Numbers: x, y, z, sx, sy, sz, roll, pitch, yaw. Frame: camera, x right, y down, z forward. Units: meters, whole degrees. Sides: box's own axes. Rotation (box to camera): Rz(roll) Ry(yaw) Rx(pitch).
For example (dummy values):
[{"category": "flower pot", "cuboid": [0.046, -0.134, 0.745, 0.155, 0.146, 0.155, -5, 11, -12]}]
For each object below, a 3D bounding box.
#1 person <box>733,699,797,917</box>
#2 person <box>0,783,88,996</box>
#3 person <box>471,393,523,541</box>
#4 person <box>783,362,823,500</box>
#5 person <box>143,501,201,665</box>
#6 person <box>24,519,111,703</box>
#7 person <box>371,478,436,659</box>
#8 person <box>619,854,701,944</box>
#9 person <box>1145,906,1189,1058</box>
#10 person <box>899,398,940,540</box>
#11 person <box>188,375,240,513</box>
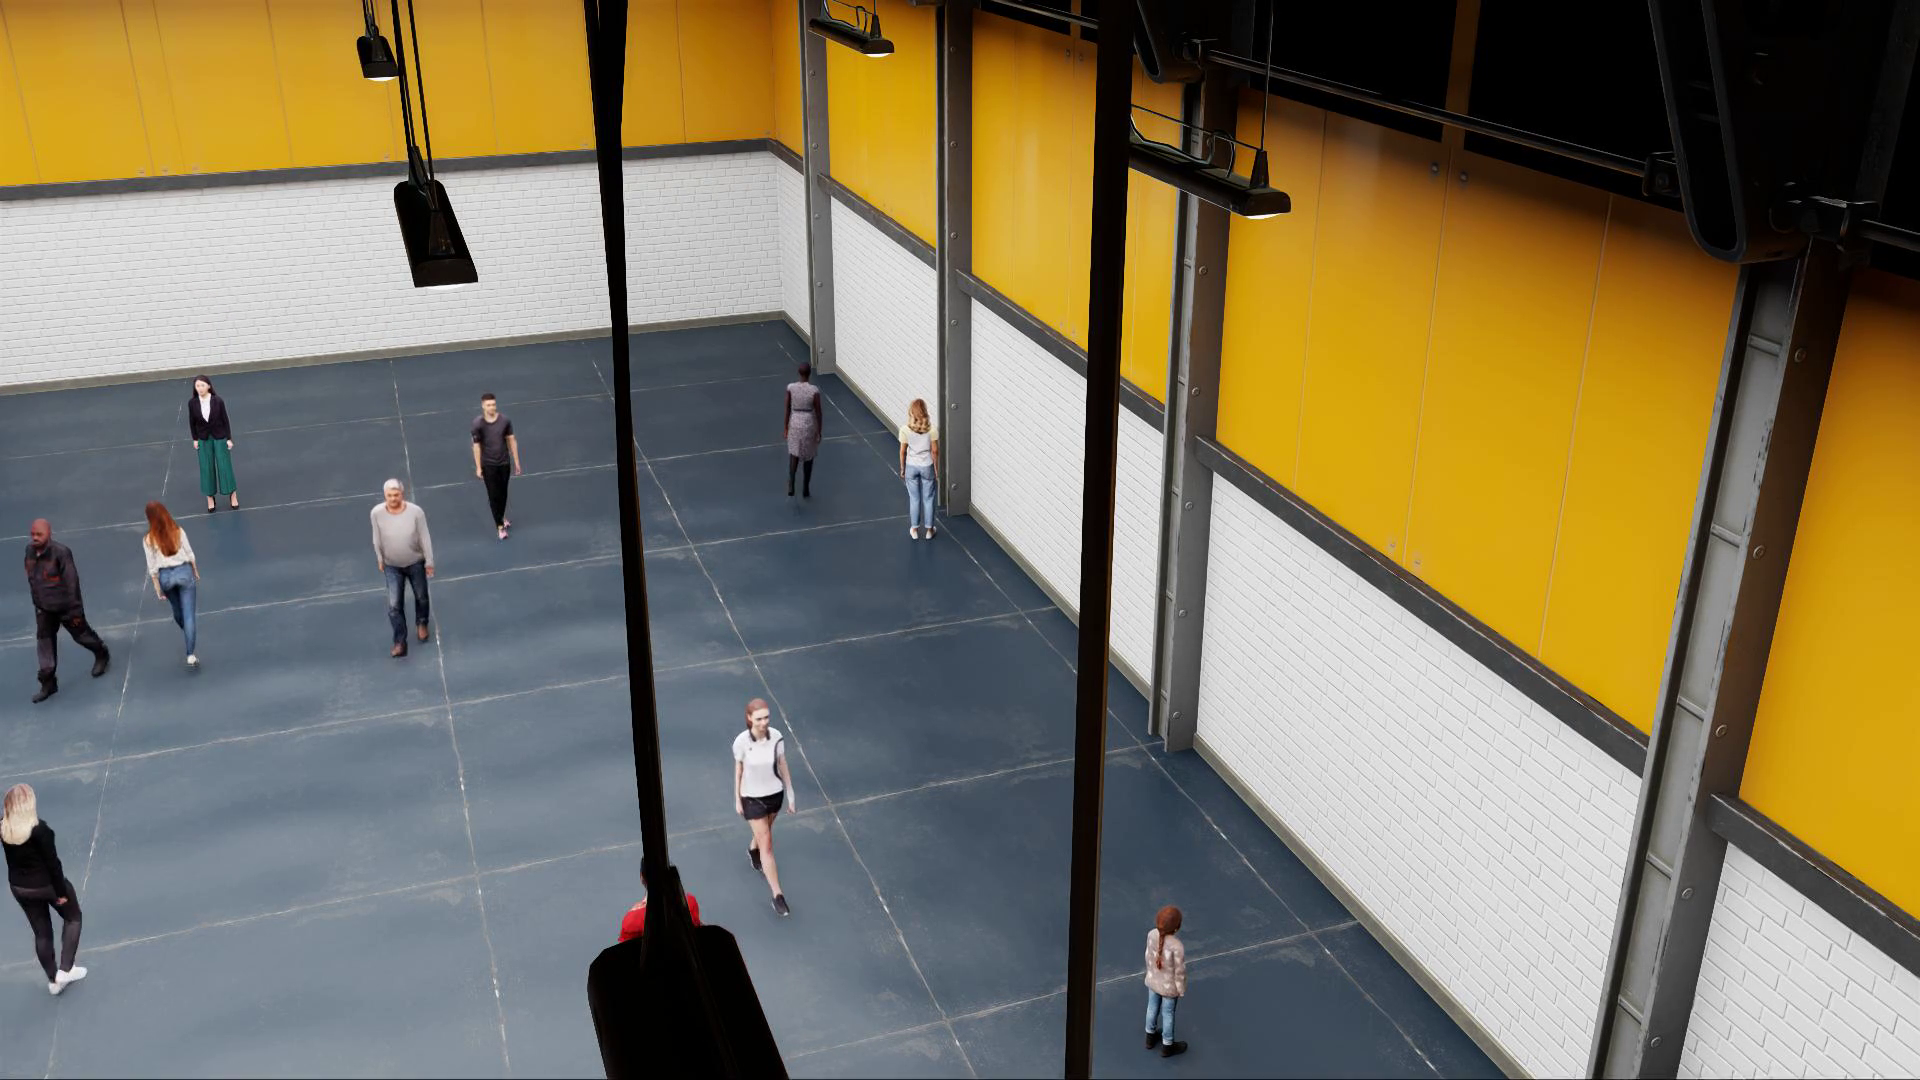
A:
[{"category": "person", "cuboid": [-1.578, 2.009, 13.111, 0.685, 1.702, 1.188, -11, 26, -24]}, {"category": "person", "cuboid": [-6.649, 2.554, 11.899, 0.709, 1.674, 0.710, 2, 24, 5]}, {"category": "person", "cuboid": [-5.544, -0.929, 19.793, 0.794, 1.734, 1.051, -15, 28, -31]}, {"category": "person", "cuboid": [-1.968, -1.302, 20.607, 0.869, 1.765, 0.980, 3, 24, 6]}, {"category": "person", "cuboid": [-7.853, 0.454, 16.687, 0.562, 1.687, 1.154, -8, 25, -18]}, {"category": "person", "cuboid": [-8.738, 0.581, 16.268, 1.082, 1.790, 1.315, 3, 24, 8]}, {"category": "person", "cuboid": [-5.665, 0.212, 17.022, 0.906, 1.862, 1.232, -3, 24, -7]}, {"category": "person", "cuboid": [-1.878, 2.908, 10.859, 0.857, 1.858, 1.018, -18, 29, -35]}, {"category": "person", "cuboid": [1.404, 3.020, 11.432, 0.607, 1.194, 0.509, -22, 32, -40]}, {"category": "person", "cuboid": [-0.471, -0.832, 19.584, 0.697, 1.724, 0.674, 1, 24, 2]}, {"category": "person", "cuboid": [-9.165, -1.193, 20.389, 0.611, 1.740, 0.500, -8, 25, -18]}]
